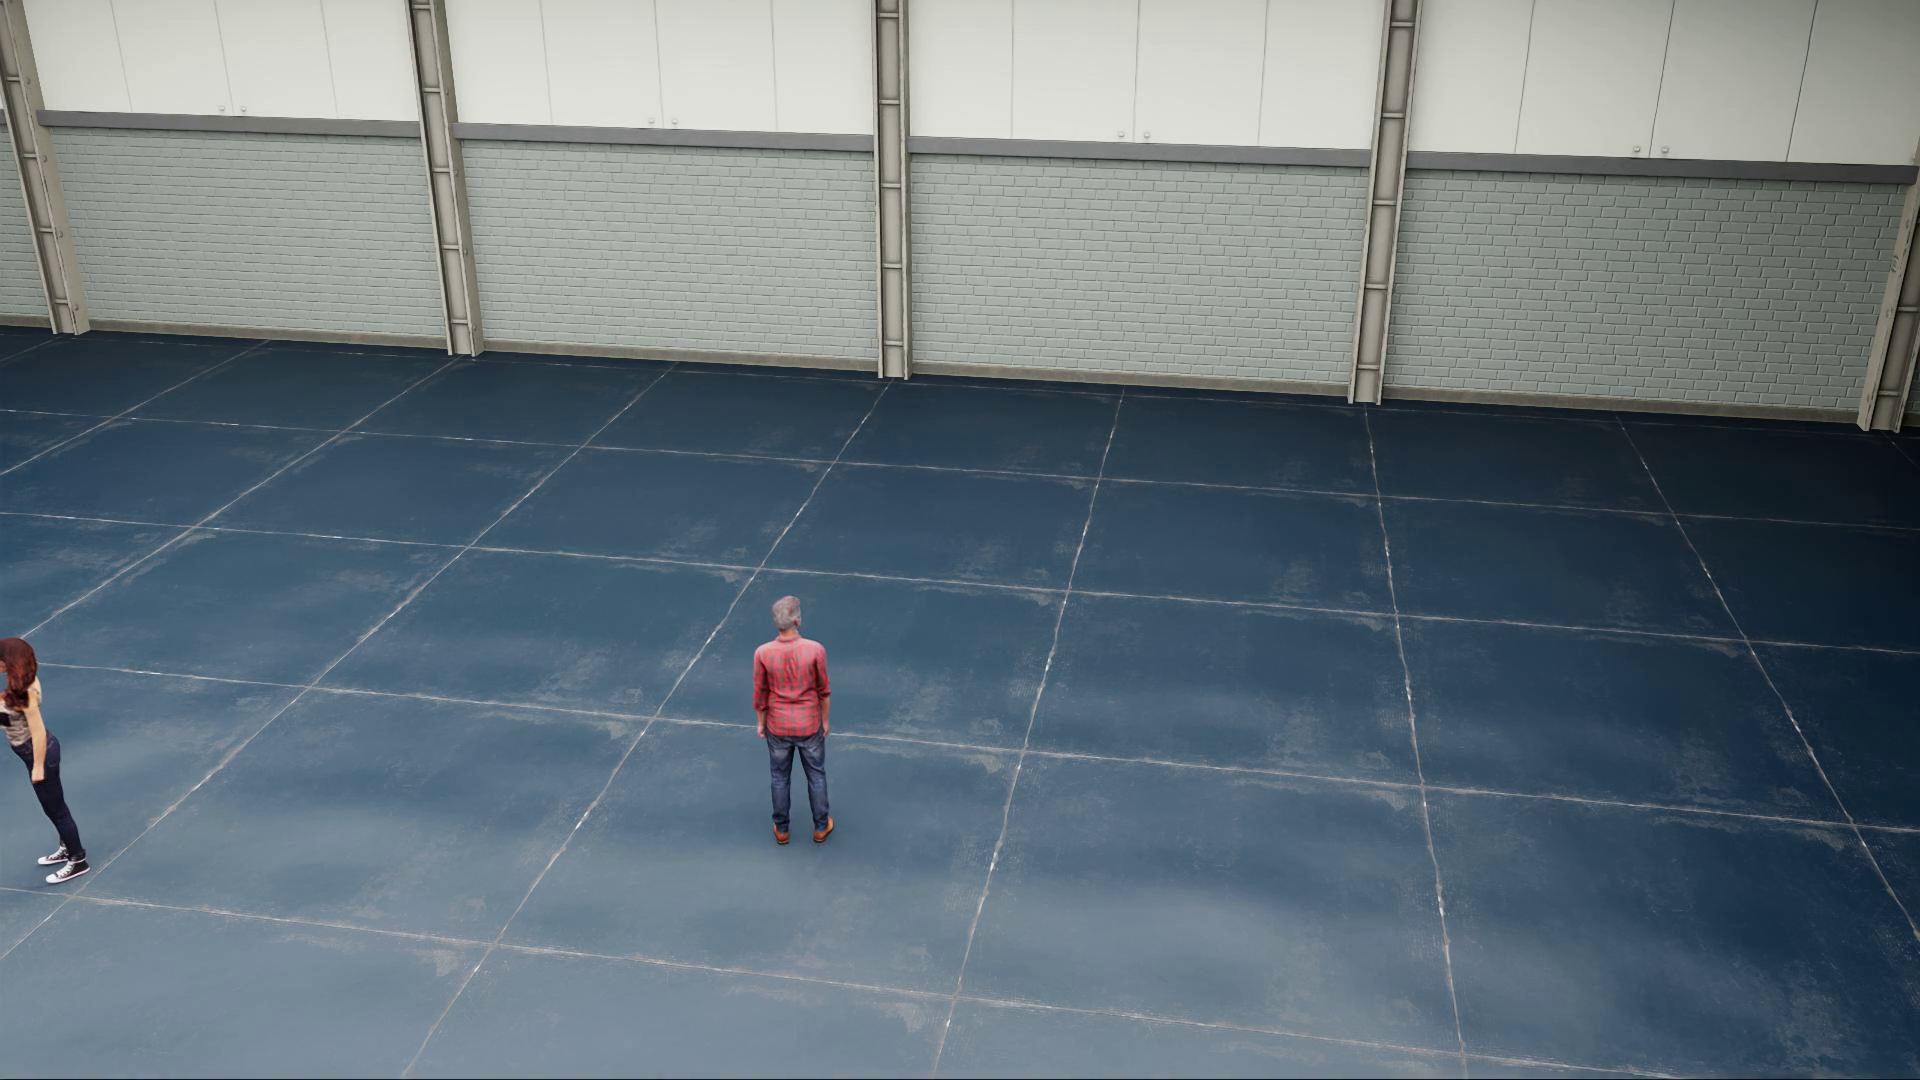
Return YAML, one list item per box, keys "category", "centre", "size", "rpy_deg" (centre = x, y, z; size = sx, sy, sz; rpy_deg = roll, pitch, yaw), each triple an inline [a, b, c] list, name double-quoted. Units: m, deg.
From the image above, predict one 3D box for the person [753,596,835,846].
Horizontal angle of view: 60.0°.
- category: "person"
  centre: [-1.141, 1.247, 11.436]
  size: [0.568, 1.830, 0.789]
  rpy_deg: [-1, 23, -1]

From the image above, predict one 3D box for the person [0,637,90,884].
- category: "person"
  centre: [-6.113, 1.440, 11.060]
  size: [0.738, 1.770, 0.681]
  rpy_deg: [-15, 27, -31]
